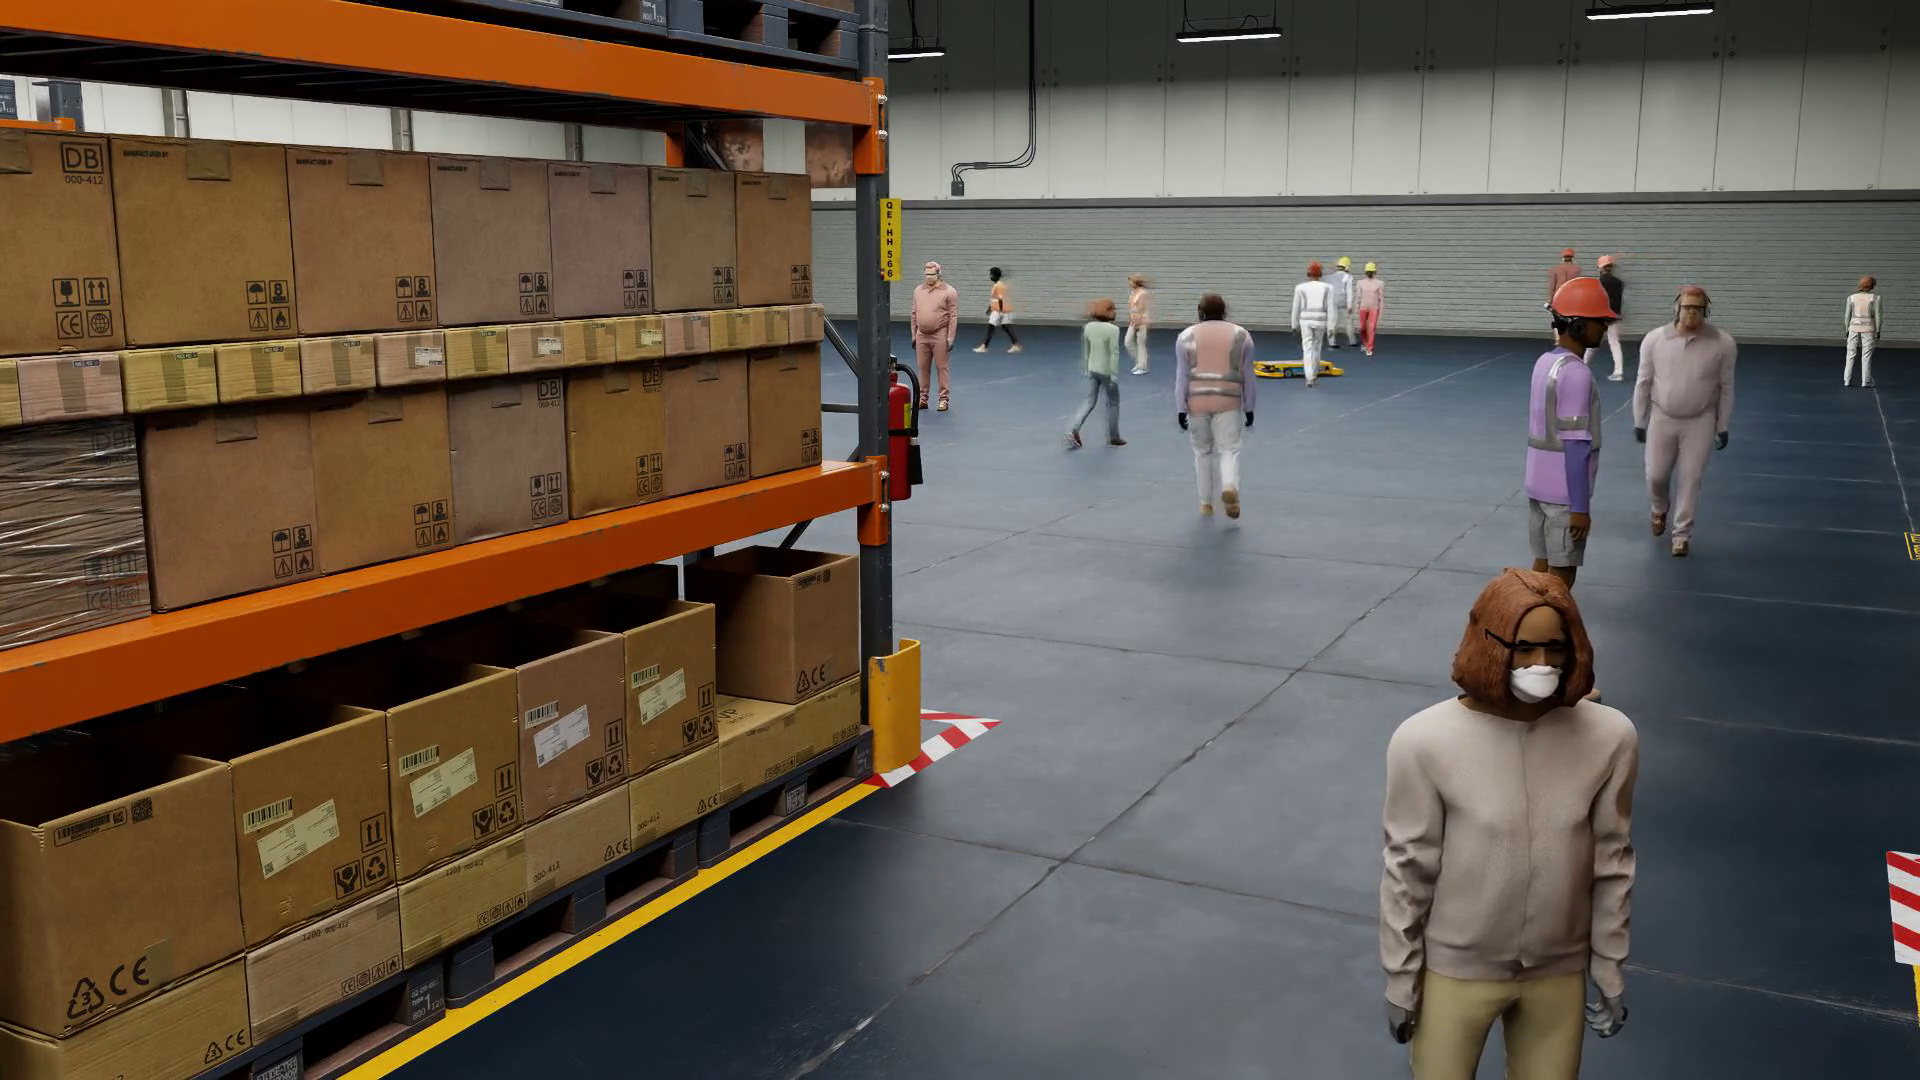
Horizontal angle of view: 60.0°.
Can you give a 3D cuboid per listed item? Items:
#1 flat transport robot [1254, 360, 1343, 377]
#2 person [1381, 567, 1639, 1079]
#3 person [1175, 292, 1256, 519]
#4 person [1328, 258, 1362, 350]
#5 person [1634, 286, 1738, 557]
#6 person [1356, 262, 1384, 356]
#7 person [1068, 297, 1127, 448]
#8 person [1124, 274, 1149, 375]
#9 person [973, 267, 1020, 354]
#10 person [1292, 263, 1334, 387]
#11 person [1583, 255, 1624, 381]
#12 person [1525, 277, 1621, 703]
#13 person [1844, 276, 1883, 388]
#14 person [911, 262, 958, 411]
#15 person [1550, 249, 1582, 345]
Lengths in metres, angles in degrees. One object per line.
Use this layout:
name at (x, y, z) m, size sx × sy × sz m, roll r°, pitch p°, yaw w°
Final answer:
flat transport robot at (5.331, -2.744, 26.536) m, size 1.431 × 0.197 × 0.652 m, roll -4°, pitch 11°, yaw -22°
person at (1.059, 0.848, 3.257) m, size 0.494 × 1.624 × 0.279 m, roll -1°, pitch 10°, yaw -6°
person at (1.999, -1.041, 13.103) m, size 0.642 × 1.806 × 0.833 m, roll 2°, pitch 11°, yaw 10°
person at (7.574, -4.631, 32.653) m, size 0.872 × 1.793 × 0.621 m, roll -8°, pitch 13°, yaw -36°
person at (5.131, -0.854, 11.807) m, size 0.650 × 1.893 × 0.622 m, roll 5°, pitch 12°, yaw 26°
person at (7.683, -4.333, 31.171) m, size 0.528 × 1.756 × 0.483 m, roll 4°, pitch 11°, yaw 23°
person at (1.459, -1.766, 17.563) m, size 0.769 × 1.602 × 0.507 m, roll -10°, pitch 14°, yaw -42°
person at (2.856, -3.479, 26.823) m, size 0.369 × 1.623 × 0.541 m, roll -3°, pitch 11°, yaw -15°
person at (0.731, -4.359, 31.602) m, size 0.903 × 1.646 × 0.527 m, roll 0°, pitch 10°, yaw 2°
person at (5.251, -3.206, 24.794) m, size 0.591 × 1.841 × 0.970 m, roll 1°, pitch 10°, yaw 7°
person at (10.022, -3.451, 25.880) m, size 0.633 × 1.928 × 1.046 m, roll -3°, pitch 11°, yaw -18°
person at (2.925, -0.234, 8.013) m, size 0.374 × 2.043 × 0.614 m, roll 1°, pitch 10°, yaw 3°
person at (13.342, -3.071, 24.585) m, size 0.308 × 1.641 × 0.517 m, roll -9°, pitch 14°, yaw -41°
person at (-0.355, -2.604, 21.322) m, size 0.640 × 1.904 × 0.409 m, roll 5°, pitch 11°, yaw 25°
person at (12.437, -4.978, 34.121) m, size 0.643 × 1.956 × 0.846 m, roll 7°, pitch 12°, yaw 32°
